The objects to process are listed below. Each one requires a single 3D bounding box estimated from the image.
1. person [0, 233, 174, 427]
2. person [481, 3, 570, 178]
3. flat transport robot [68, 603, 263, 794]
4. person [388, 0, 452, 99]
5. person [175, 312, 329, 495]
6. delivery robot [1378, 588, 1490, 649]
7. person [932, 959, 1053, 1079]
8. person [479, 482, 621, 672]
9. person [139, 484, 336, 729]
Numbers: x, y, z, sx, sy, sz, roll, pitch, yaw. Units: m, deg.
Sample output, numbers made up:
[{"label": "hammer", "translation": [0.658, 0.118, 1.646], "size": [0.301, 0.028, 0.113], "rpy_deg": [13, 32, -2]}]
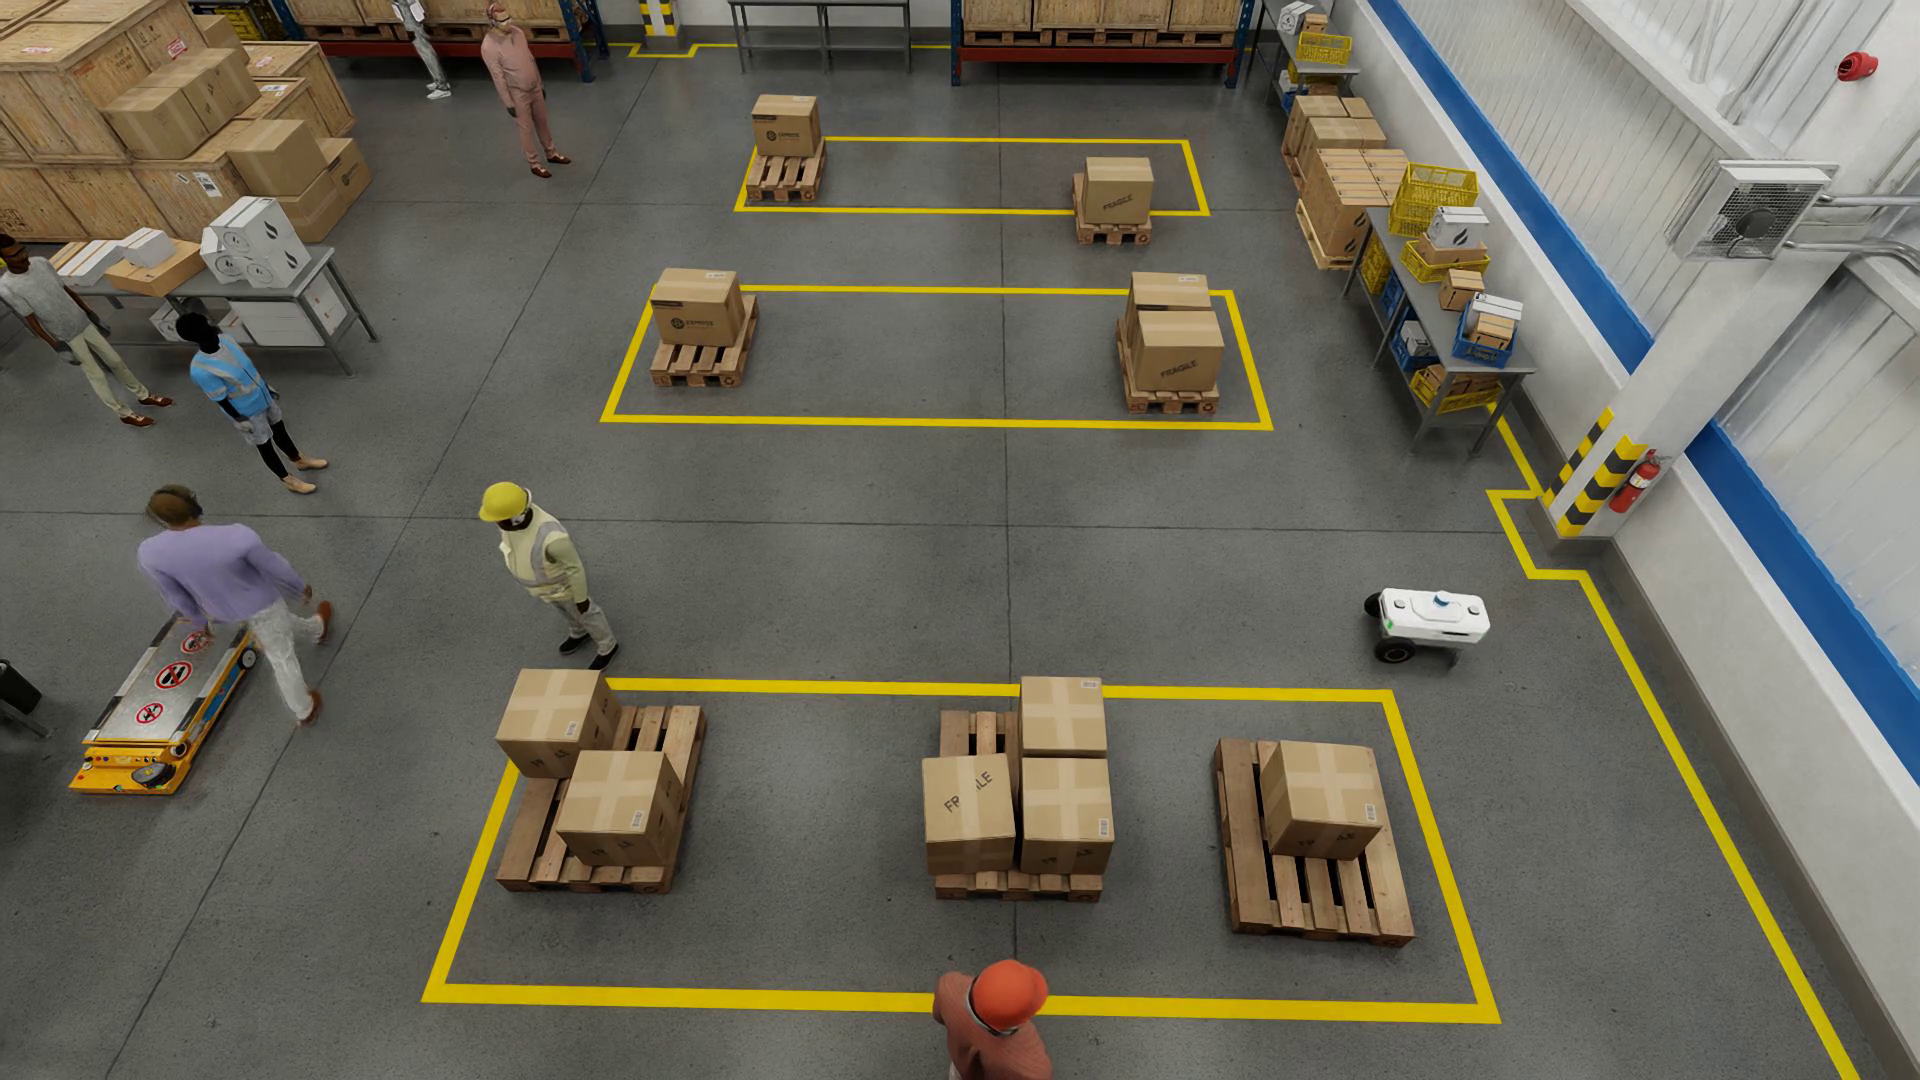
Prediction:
[{"label": "person", "translation": [-7.539, -1.768, 7.812], "size": [0.316, 1.861, 0.516], "rpy_deg": [3, 50, 3]}, {"label": "person", "translation": [-5.098, -5.232, 10.719], "size": [0.401, 1.900, 0.639], "rpy_deg": [18, 52, 15]}, {"label": "flat transport robot", "translation": [-5.504, 1.072, 6.442], "size": [0.652, 0.197, 1.431], "rpy_deg": [1, 50, 1]}, {"label": "person", "translation": [-7.250, -6.877, 12.097], "size": [0.376, 1.917, 0.600], "rpy_deg": [-16, 52, -13]}, {"label": "person", "translation": [-5.675, -1.090, 7.342], "size": [0.321, 1.697, 0.529], "rpy_deg": [-3, 50, -3]}, {"label": "delivery robot", "translation": [3.415, 0.550, 6.640], "size": [0.707, 0.478, 0.477], "rpy_deg": [5, 50, 4]}, {"label": "person", "translation": [0.157, 2.357, 4.235], "size": [0.612, 1.991, 0.392], "rpy_deg": [32, 57, 24]}, {"label": "person", "translation": [-2.717, 0.258, 6.117], "size": [0.593, 1.828, 0.403], "rpy_deg": [28, 55, 22]}, {"label": "person", "translation": [-4.643, 0.370, 5.995], "size": [0.640, 1.869, 1.074], "rpy_deg": [-9, 50, -7]}]
